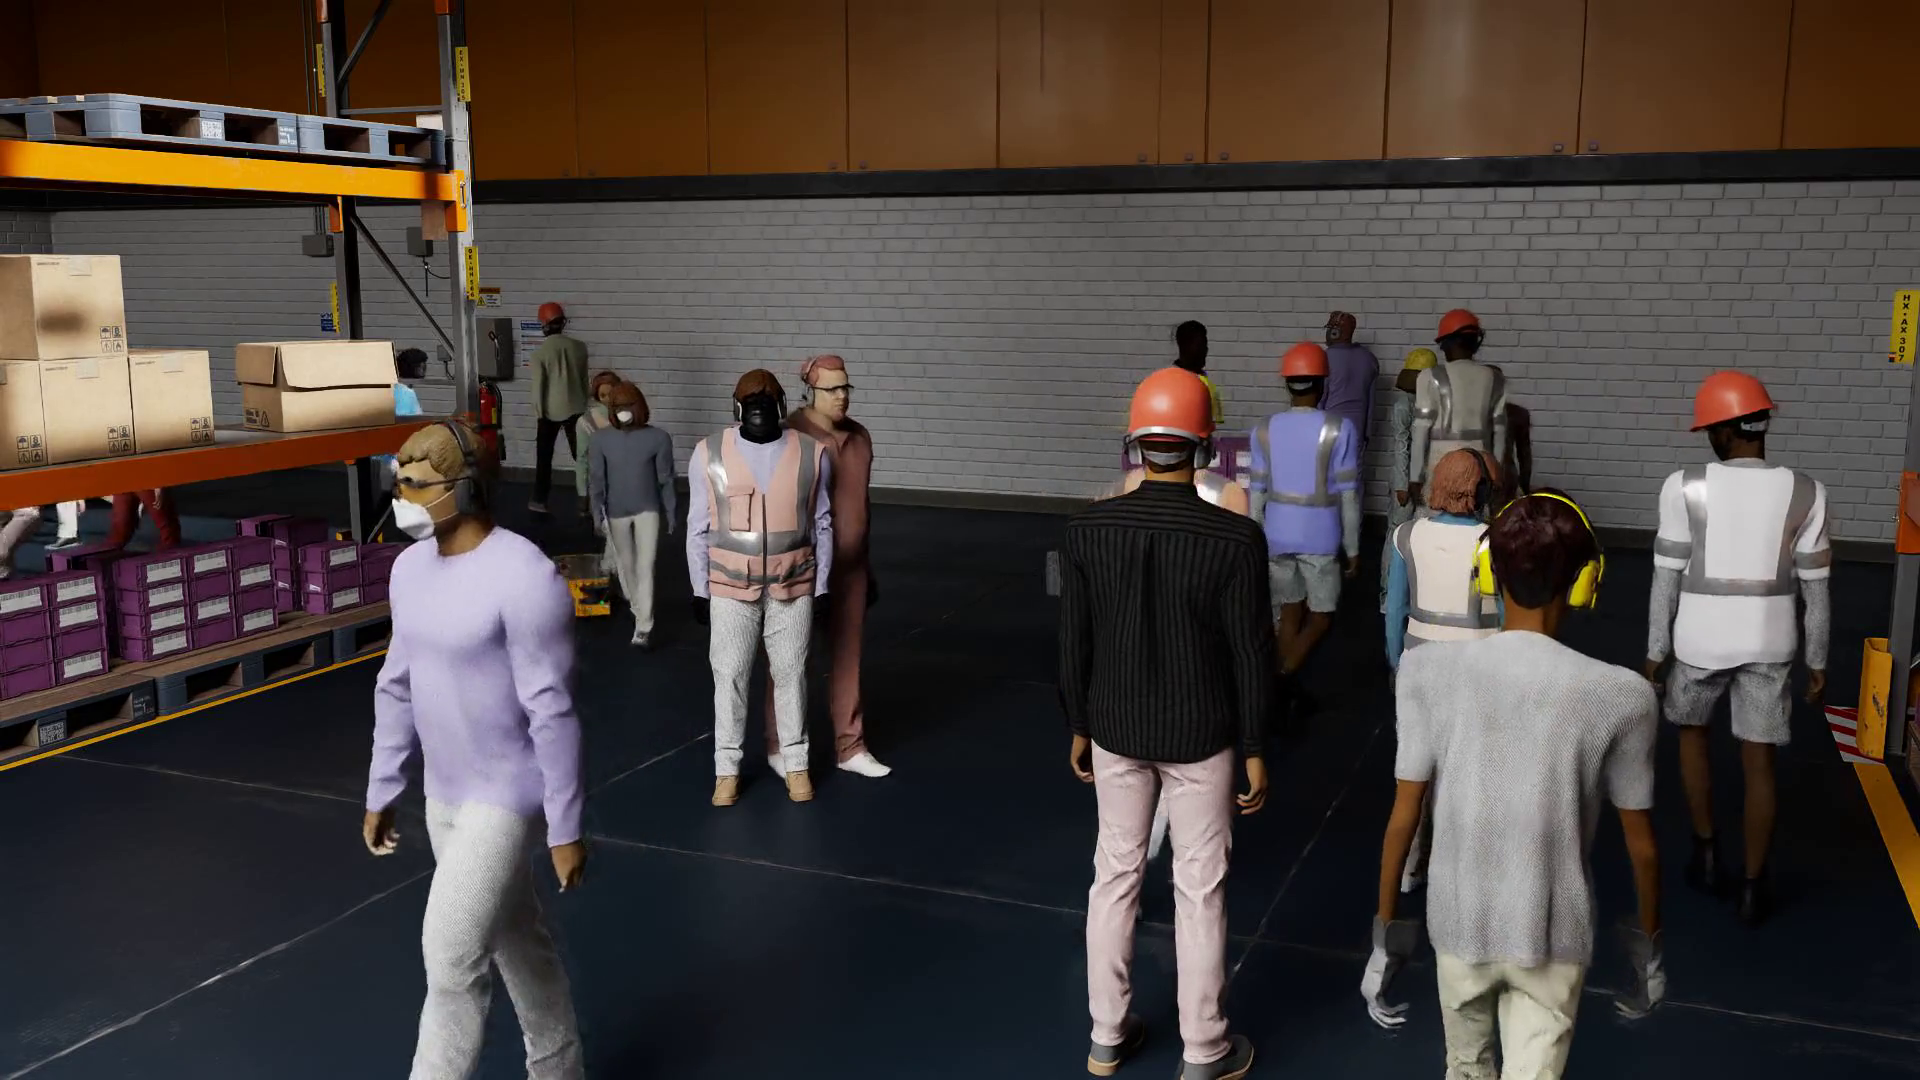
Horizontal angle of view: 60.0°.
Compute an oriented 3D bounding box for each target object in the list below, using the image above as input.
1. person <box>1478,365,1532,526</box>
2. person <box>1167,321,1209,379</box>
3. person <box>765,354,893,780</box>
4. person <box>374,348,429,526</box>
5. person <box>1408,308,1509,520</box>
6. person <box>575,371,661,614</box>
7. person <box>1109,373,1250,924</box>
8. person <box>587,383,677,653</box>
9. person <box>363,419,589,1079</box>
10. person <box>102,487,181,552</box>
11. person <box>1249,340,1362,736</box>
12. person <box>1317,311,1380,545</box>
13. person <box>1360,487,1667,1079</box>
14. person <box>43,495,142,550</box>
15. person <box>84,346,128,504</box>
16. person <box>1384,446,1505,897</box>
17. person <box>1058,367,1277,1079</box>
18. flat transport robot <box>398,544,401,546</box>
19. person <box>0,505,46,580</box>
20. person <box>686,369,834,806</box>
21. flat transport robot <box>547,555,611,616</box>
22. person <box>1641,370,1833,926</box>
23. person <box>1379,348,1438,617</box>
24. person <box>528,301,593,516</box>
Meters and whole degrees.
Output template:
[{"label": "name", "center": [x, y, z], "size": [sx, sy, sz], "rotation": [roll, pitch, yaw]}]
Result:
[{"label": "person", "center": [3.505, -0.345, 11.010], "size": [0.581, 1.625, 0.454], "rotation": [1, 9, 6]}, {"label": "person", "center": [1.552, -0.619, 11.870], "size": [0.817, 1.892, 0.599], "rotation": [6, 11, 31]}, {"label": "person", "center": [-0.600, 0.127, 7.333], "size": [0.417, 1.905, 0.665], "rotation": [9, 13, 43]}, {"label": "person", "center": [-4.152, -0.630, 12.629], "size": [0.861, 1.641, 0.547], "rotation": [-3, 10, -19]}, {"label": "person", "center": [3.077, -0.411, 10.250], "size": [0.649, 2.007, 0.655], "rotation": [-2, 10, -13]}, {"label": "person", "center": [-2.273, -0.325, 10.974], "size": [0.524, 1.587, 0.839], "rotation": [-8, 12, -40]}, {"label": "person", "center": [0.728, 0.371, 5.841], "size": [0.794, 1.903, 0.591], "rotation": [-8, 13, -42]}, {"label": "person", "center": [-1.943, -0.134, 9.835], "size": [0.495, 1.578, 0.905], "rotation": [0, 9, 1]}, {"label": "person", "center": [-1.279, 0.668, 4.025], "size": [0.928, 1.896, 0.646], "rotation": [-9, 13, -44]}, {"label": "person", "center": [-5.426, -0.380, 10.928], "size": [0.549, 1.728, 0.874], "rotation": [5, 10, 26]}, {"label": "person", "center": [1.626, 0.000, 8.038], "size": [0.558, 1.915, 0.746], "rotation": [7, 12, 37]}, {"label": "person", "center": [3.010, -0.865, 13.275], "size": [0.643, 1.913, 0.411], "rotation": [-5, 10, -27]}, {"label": "person", "center": [1.157, 0.803, 3.418], "size": [0.550, 1.823, 0.944], "rotation": [5, 11, 28]}, {"label": "person", "center": [-7.113, -0.848, 13.514], "size": [0.589, 1.806, 0.770], "rotation": [5, 11, 27]}, {"label": "person", "center": [-8.211, -1.283, 15.893], "size": [0.352, 1.884, 0.579], "rotation": [9, 13, 44]}, {"label": "person", "center": [1.743, 0.491, 5.880], "size": [0.524, 1.639, 0.306], "rotation": [9, 13, 42]}, {"label": "person", "center": [0.569, 0.528, 4.572], "size": [0.620, 1.997, 0.372], "rotation": [5, 11, 29]}, {"label": "flat transport robot", "center": [-3.879, 0.179, 11.909], "size": [1.431, 0.197, 0.652], "rotation": [3, 10, 15]}, {"label": "person", "center": [-6.461, -0.501, 11.117], "size": [0.668, 1.886, 0.555], "rotation": [3, 10, 17]}, {"label": "person", "center": [-0.835, 0.201, 7.028], "size": [0.627, 1.844, 0.429], "rotation": [-2, 10, -11]}, {"label": "flat transport robot", "center": [-2.697, 0.289, 11.239], "size": [0.652, 0.197, 1.431], "rotation": [-2, 10, -12]}, {"label": "person", "center": [2.729, 0.361, 5.858], "size": [0.606, 1.901, 0.634], "rotation": [3, 10, 18]}, {"label": "person", "center": [2.948, -0.377, 10.830], "size": [0.318, 1.741, 0.492], "rotation": [5, 11, 30]}, {"label": "person", "center": [-3.617, -1.186, 15.108], "size": [0.621, 1.958, 0.975], "rotation": [-7, 12, -37]}]
